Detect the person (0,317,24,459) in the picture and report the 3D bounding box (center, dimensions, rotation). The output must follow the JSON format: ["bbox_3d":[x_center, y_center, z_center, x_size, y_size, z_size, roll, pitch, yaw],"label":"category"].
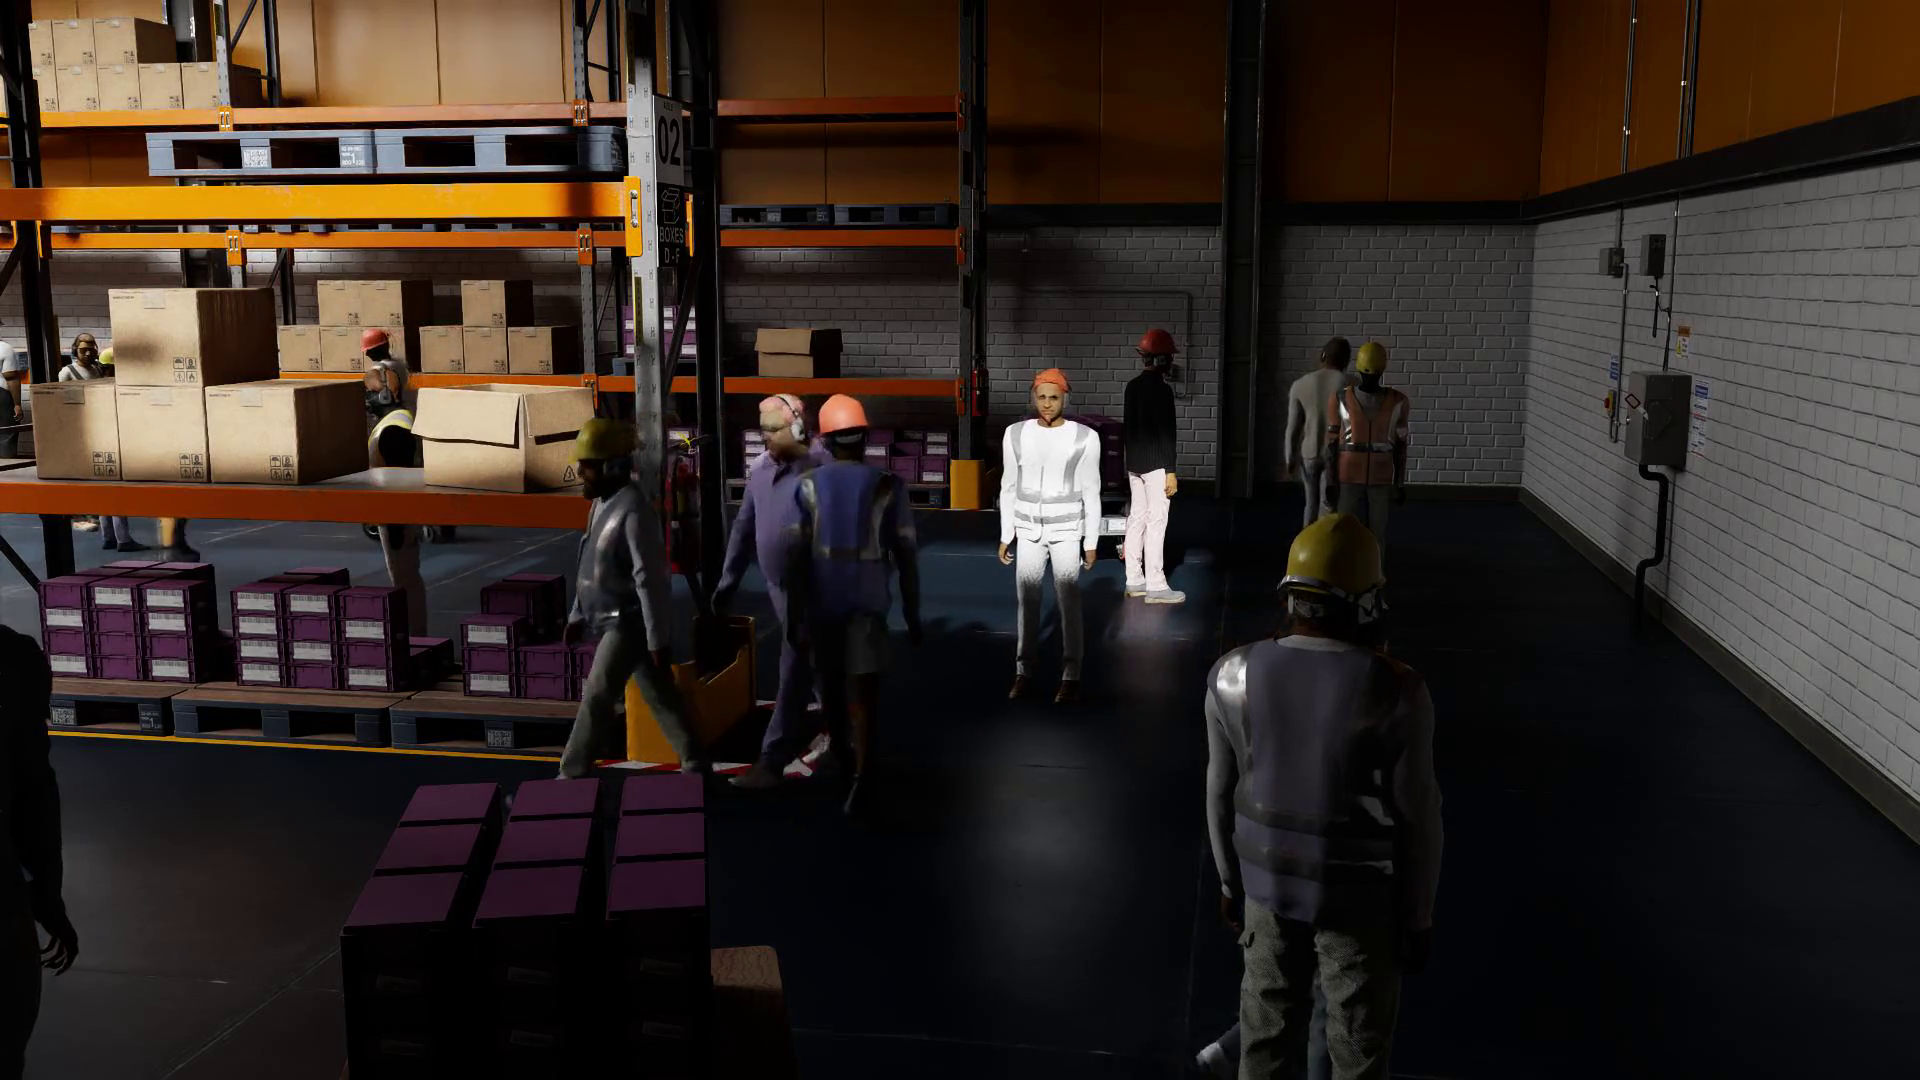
[{"bbox_3d":[-10.402,-1.492,17.943,0.689,2.000,0.538,1,9,6],"label":"person"}]

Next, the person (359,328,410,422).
[{"bbox_3d":[-5.473,-1.126,16.219,0.915,1.883,0.568,2,9,15],"label":"person"}]

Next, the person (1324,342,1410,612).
[{"bbox_3d":[2.882,-0.442,11.810,0.585,1.917,0.380,1,9,5],"label":"person"}]

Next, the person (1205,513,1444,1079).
[{"bbox_3d":[0.897,0.844,4.091,0.586,1.833,0.403,6,11,33],"label":"person"}]

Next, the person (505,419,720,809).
[{"bbox_3d":[-1.512,0.353,7.320,0.968,1.772,0.582,-3,10,-19],"label":"person"}]

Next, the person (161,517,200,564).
[{"bbox_3d":[-6.407,-0.740,13.641,0.476,1.917,0.561,-5,11,-30],"label":"person"}]

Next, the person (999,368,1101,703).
[{"bbox_3d":[0.505,-0.023,9.339,0.580,1.879,0.347,3,10,21],"label":"person"}]

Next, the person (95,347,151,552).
[{"bbox_3d":[-7.290,-0.780,14.381,0.526,1.765,0.329,8,12,39],"label":"person"}]

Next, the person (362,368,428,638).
[{"bbox_3d":[-3.457,-0.131,10.165,0.430,1.835,0.622,-4,10,-21],"label":"person"}]

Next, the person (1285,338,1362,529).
[{"bbox_3d":[2.918,-0.644,13.143,0.641,1.883,0.965,4,10,24],"label":"person"}]

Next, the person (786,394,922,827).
[{"bbox_3d":[-0.479,0.292,7.470,0.596,1.868,1.076,0,9,3],"label":"person"}]

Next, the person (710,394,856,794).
[{"bbox_3d":[-0.777,0.234,7.843,0.933,1.849,0.672,-8,12,-42],"label":"person"}]

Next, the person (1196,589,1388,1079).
[{"bbox_3d":[0.942,0.897,4.426,0.474,1.621,0.511,2,9,10],"label":"person"}]

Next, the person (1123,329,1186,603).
[{"bbox_3d":[1.413,-0.538,12.165,0.380,1.994,0.618,-4,10,-24],"label":"person"}]

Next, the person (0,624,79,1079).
[{"bbox_3d":[-2.256,0.867,3.629,0.365,1.937,0.639,7,11,35],"label":"person"}]

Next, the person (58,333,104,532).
[{"bbox_3d":[-8.141,-1.005,15.540,0.342,1.841,0.506,3,10,17],"label":"person"}]
